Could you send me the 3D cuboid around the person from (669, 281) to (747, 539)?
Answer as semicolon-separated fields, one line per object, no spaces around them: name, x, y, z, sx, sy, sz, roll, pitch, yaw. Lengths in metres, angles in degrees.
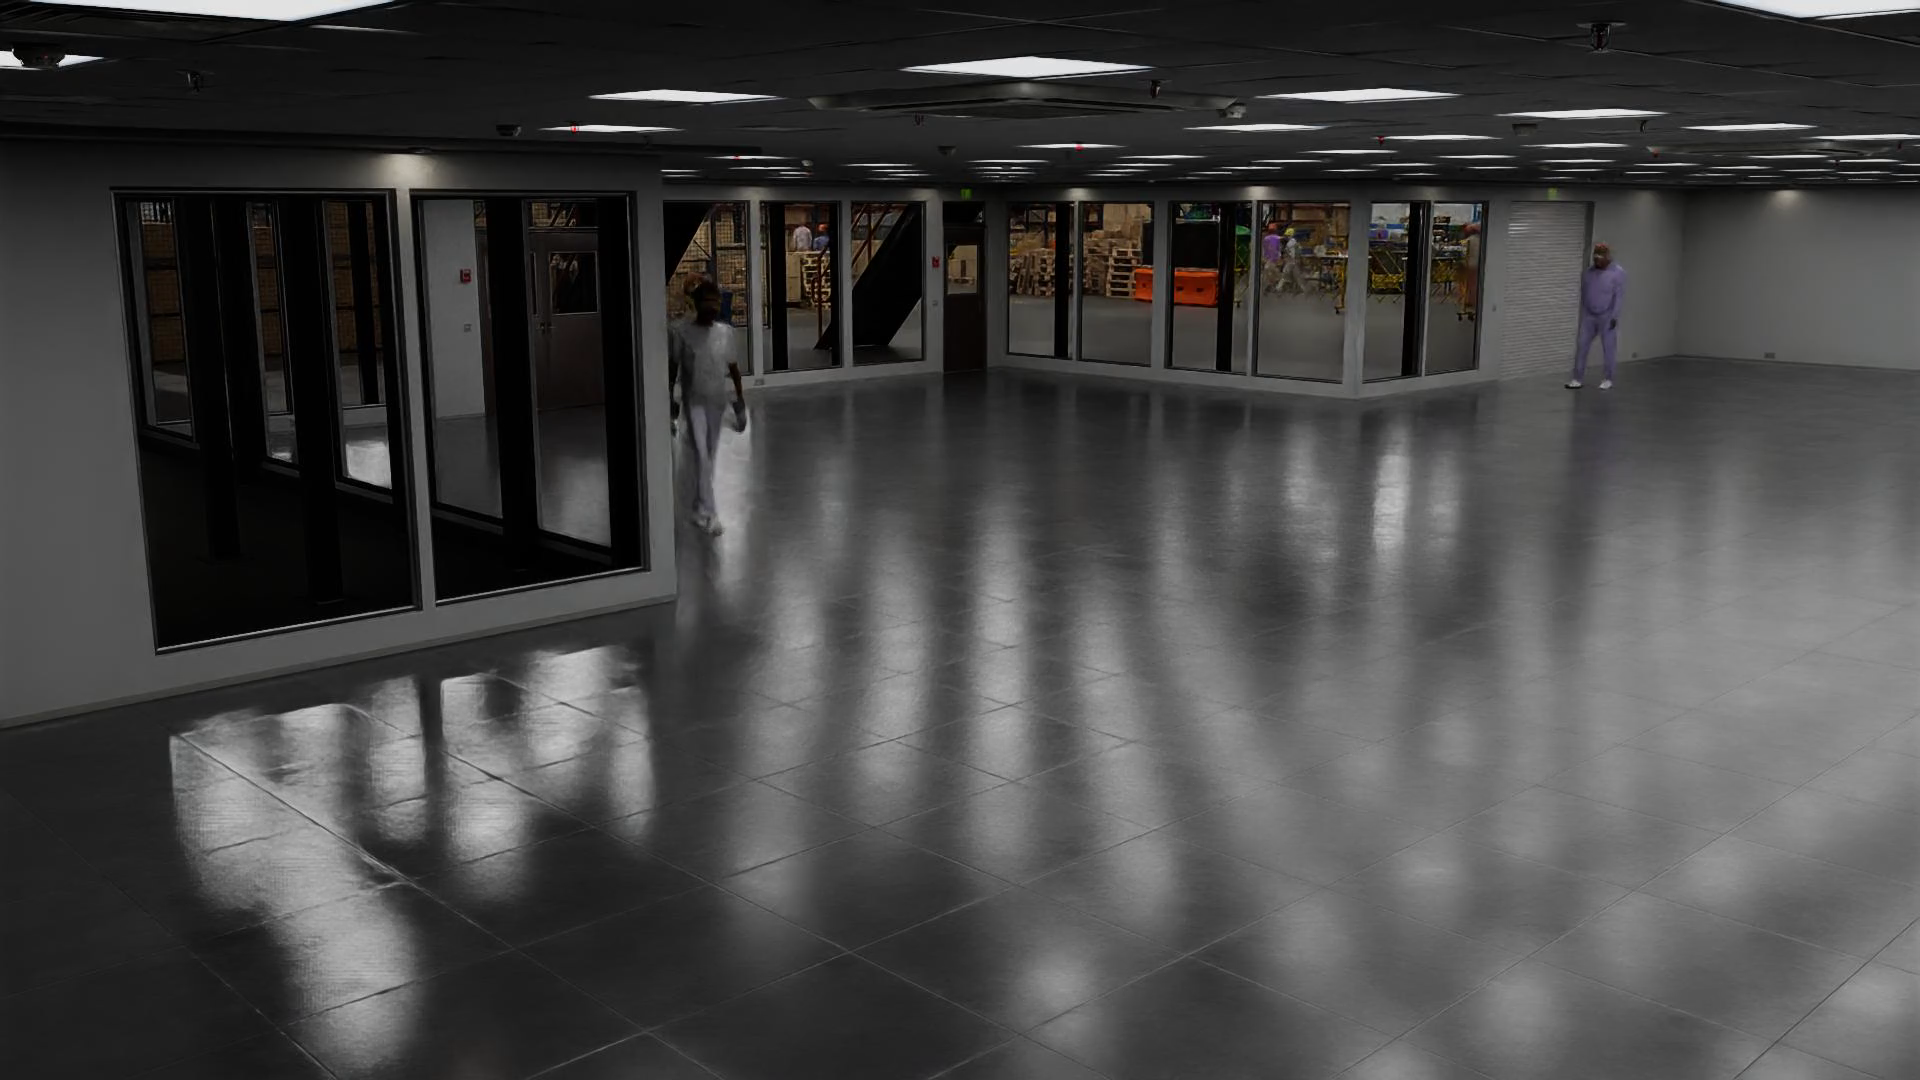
person;-1.802;-0.935;11.909;0.541;1.805;0.986;-6;13;-28

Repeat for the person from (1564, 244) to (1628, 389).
person;8.157;-2.843;21.317;0.928;1.867;0.649;-10;15;-42

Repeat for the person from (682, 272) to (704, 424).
person;-2.881;-2.085;18.087;0.280;1.636;0.500;-1;11;-6
